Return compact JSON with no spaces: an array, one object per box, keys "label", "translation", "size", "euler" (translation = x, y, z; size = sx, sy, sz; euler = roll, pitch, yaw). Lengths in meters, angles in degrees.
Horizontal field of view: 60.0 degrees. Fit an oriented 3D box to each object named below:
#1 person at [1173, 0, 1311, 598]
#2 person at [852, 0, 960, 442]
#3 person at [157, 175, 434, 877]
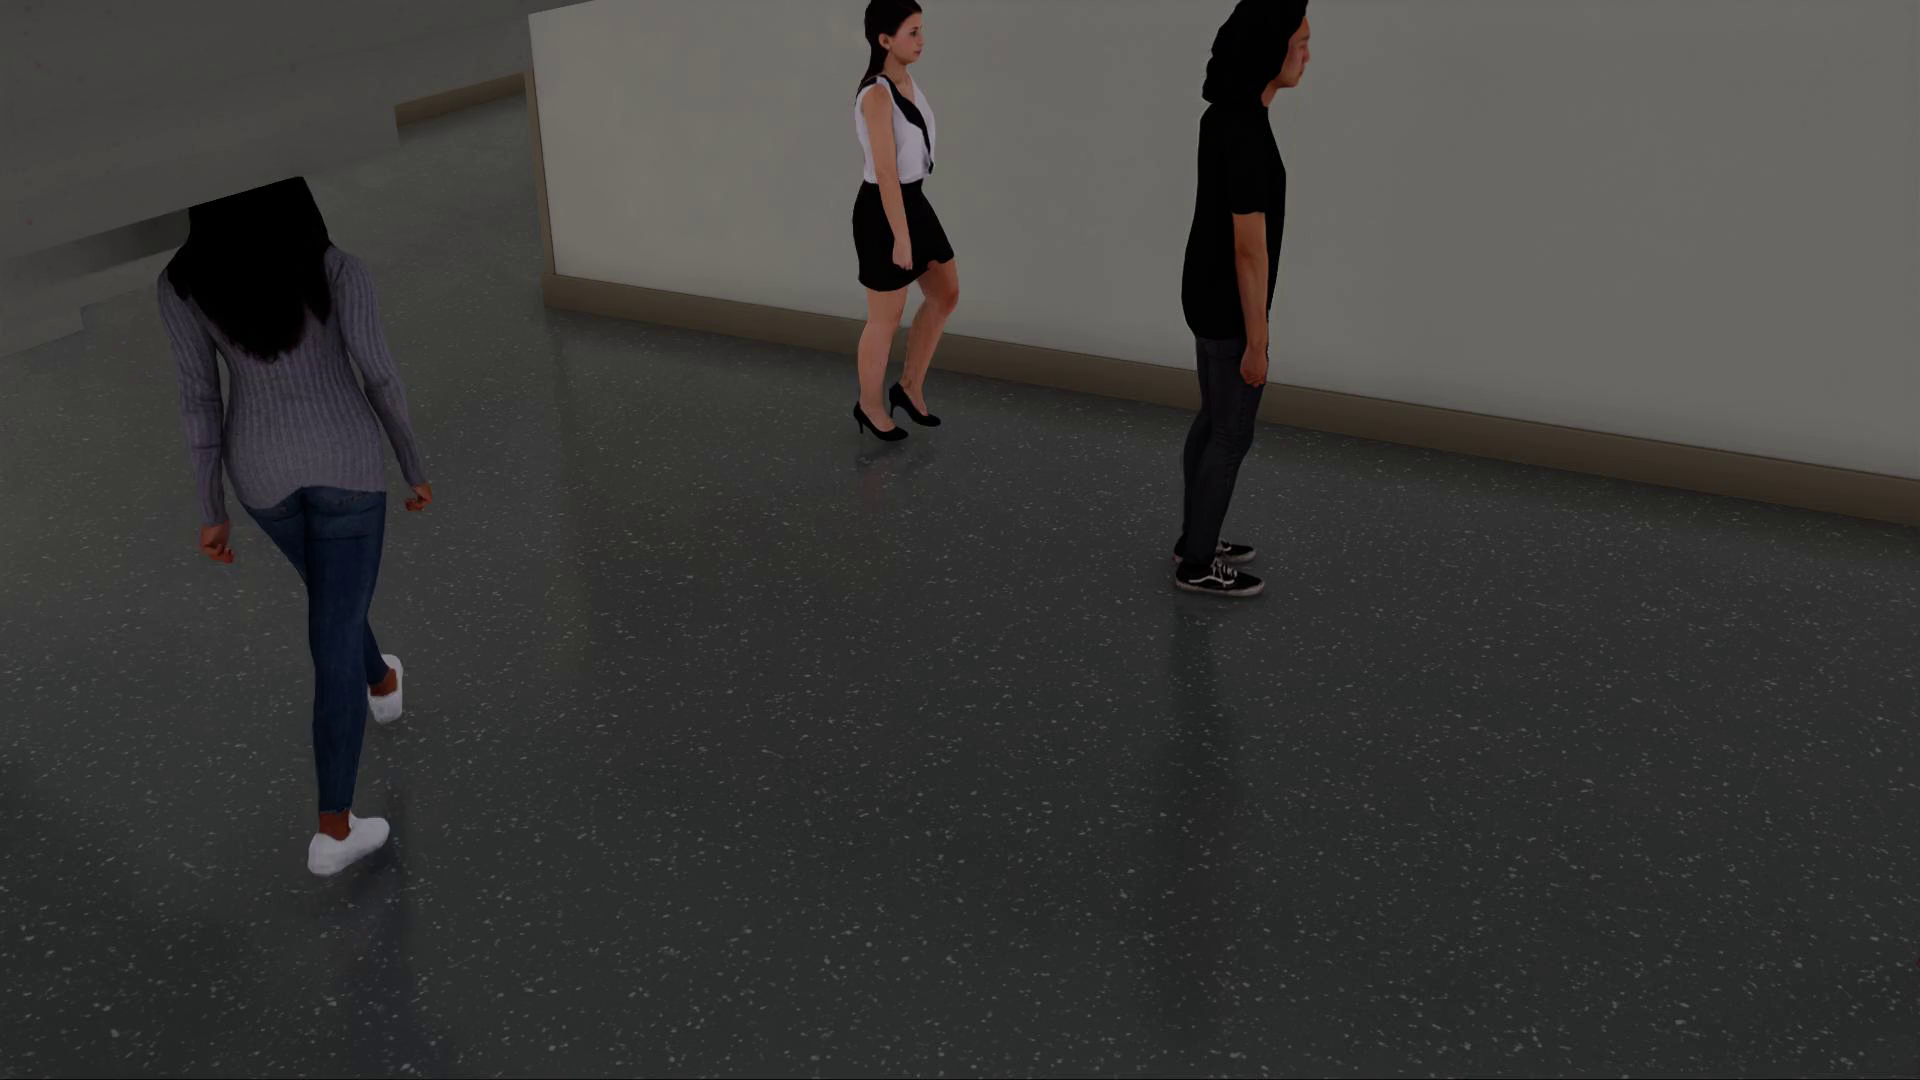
[{"label":"person","translation":[0.786,-0.704,4.928],"size":[0.709,1.824,0.717],"euler":[-2,26,-4]},{"label":"person","translation":[-0.317,-1.128,6.040],"size":[0.667,1.635,0.628],"euler":[6,26,12]},{"label":"person","translation":[-1.494,-0.054,3.765],"size":[1.237,1.676,1.077],"euler":[0,26,-1]}]
